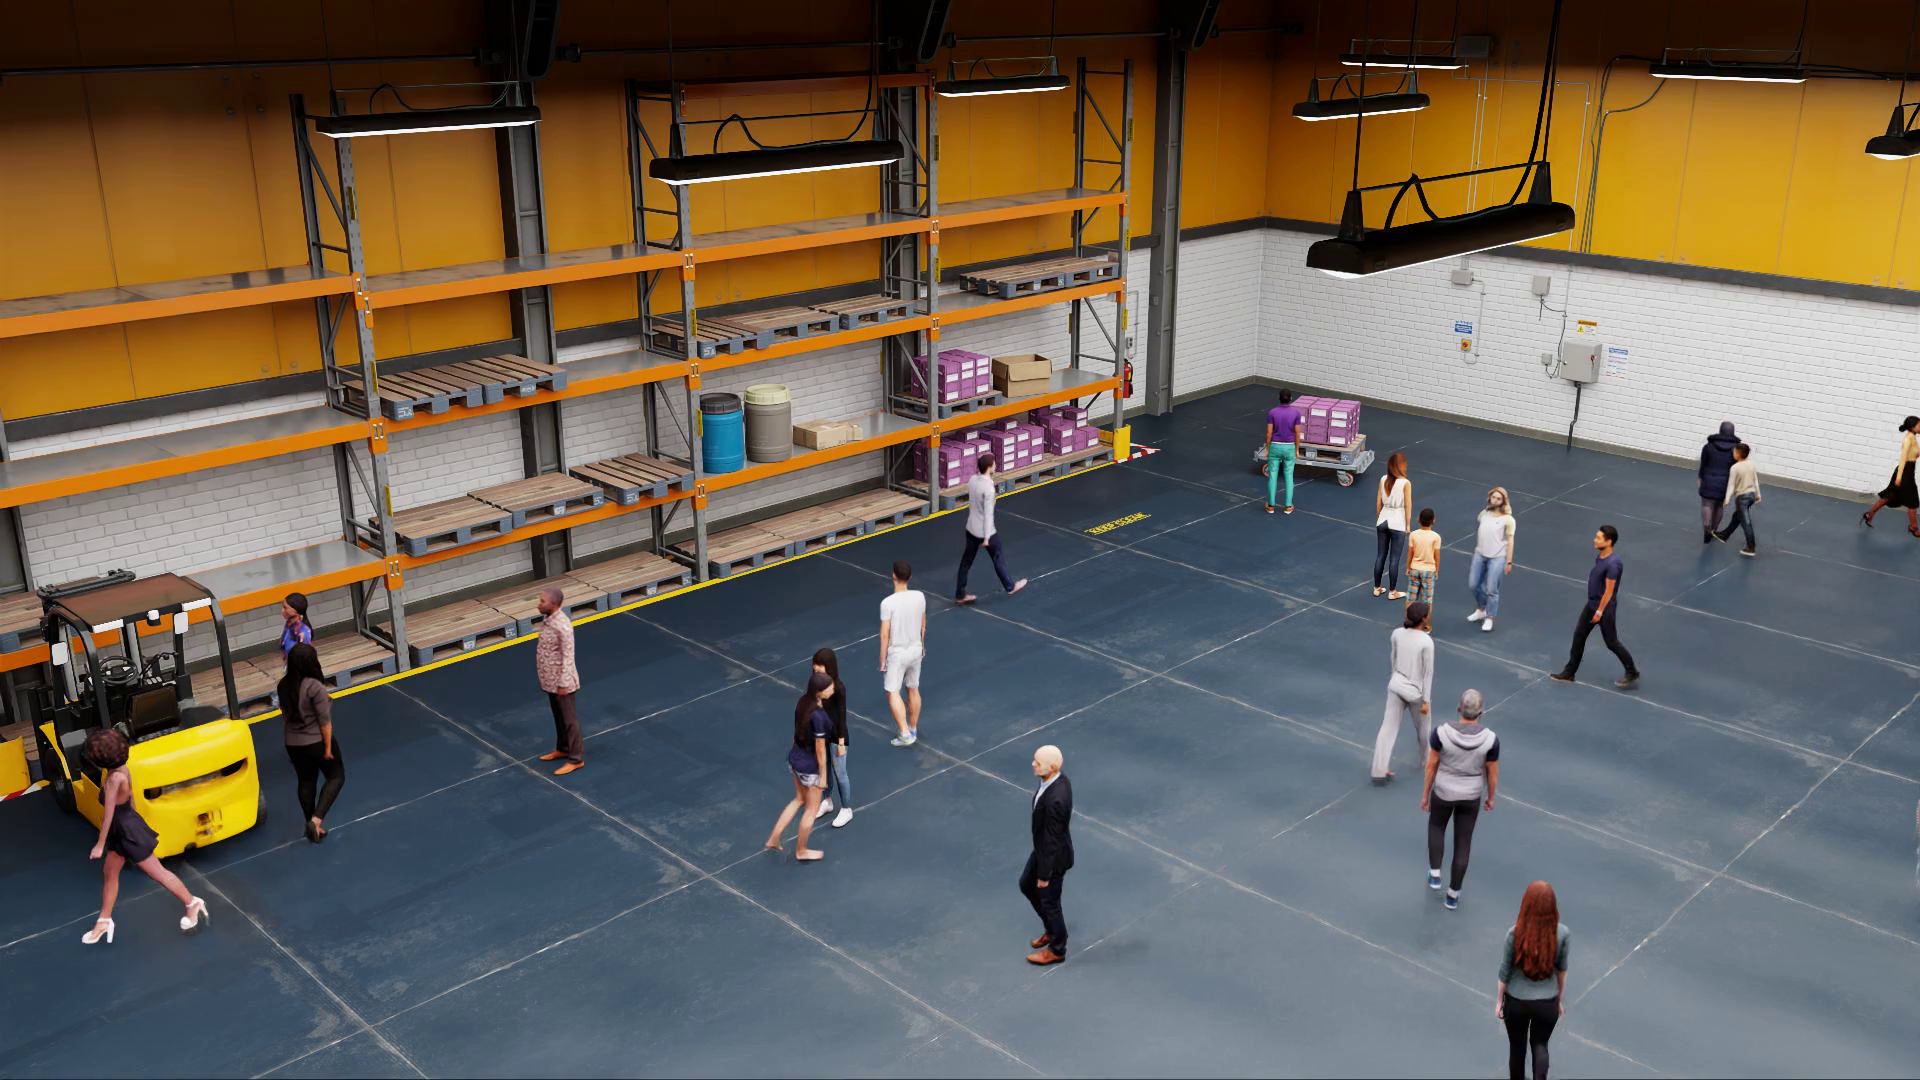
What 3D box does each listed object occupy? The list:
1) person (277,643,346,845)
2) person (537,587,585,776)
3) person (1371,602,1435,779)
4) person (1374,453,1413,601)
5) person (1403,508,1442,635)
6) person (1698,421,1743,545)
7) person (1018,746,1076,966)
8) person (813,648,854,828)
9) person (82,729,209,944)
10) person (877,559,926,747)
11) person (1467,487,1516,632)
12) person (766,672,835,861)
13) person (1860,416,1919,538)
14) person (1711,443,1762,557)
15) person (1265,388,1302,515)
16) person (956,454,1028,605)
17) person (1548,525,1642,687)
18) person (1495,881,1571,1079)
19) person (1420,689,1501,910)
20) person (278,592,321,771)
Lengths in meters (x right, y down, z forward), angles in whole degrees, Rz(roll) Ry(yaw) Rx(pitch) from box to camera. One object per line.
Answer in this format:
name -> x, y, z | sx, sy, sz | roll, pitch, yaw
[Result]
person -> -5.547, 1.782, 14.034 | 0.843, 1.829, 0.923 | 5, 19, 14
person -> -3.736, 1.280, 15.557 | 0.677, 1.808, 0.738 | -11, 21, -29
person -> 4.078, 1.424, 15.318 | 1.117, 1.689, 0.685 | -15, 24, -38
person -> 5.161, -0.171, 19.907 | 0.592, 1.783, 0.510 | 18, 25, 42
person -> 5.251, 0.350, 18.867 | 0.562, 1.458, 0.563 | 10, 21, 27
person -> 9.920, -0.741, 21.800 | 0.903, 1.656, 1.101 | 8, 20, 22
person -> 0.757, 2.346, 12.425 | 0.868, 1.788, 0.820 | -1, 19, -3
person -> -1.133, 1.697, 14.580 | 0.571, 1.643, 0.549 | 14, 23, 36
person -> -6.236, 2.281, 12.703 | 1.174, 1.734, 0.801 | -9, 21, -25
person -> -0.516, 1.099, 16.033 | 0.714, 1.848, 0.829 | -13, 22, -33
person -> 6.052, 0.208, 18.893 | 0.608, 1.711, 0.666 | -13, 23, -34
person -> -1.306, 1.896, 13.847 | 0.889, 1.732, 0.790 | -13, 23, -34
person -> 12.493, -0.844, 22.169 | 0.798, 1.614, 0.990 | 11, 22, 30
person -> 10.166, -0.494, 21.439 | 1.013, 1.418, 0.846 | -8, 20, -22
person -> 4.478, -1.249, 23.133 | 0.713, 1.768, 0.746 | 2, 19, 6
person -> 0.169, -0.094, 19.649 | 1.199, 1.801, 0.821 | -12, 22, -32
person -> 6.765, 0.727, 17.285 | 1.212, 1.754, 1.122 | -1, 19, -3
person -> 3.653, 2.999, 10.569 | 0.855, 1.735, 0.930 | 1, 19, 4
person -> 3.936, 2.084, 13.166 | 0.867, 1.811, 0.894 | 6, 19, 16
person -> -6.156, 1.313, 15.562 | 0.580, 1.742, 0.504 | 17, 25, 41
